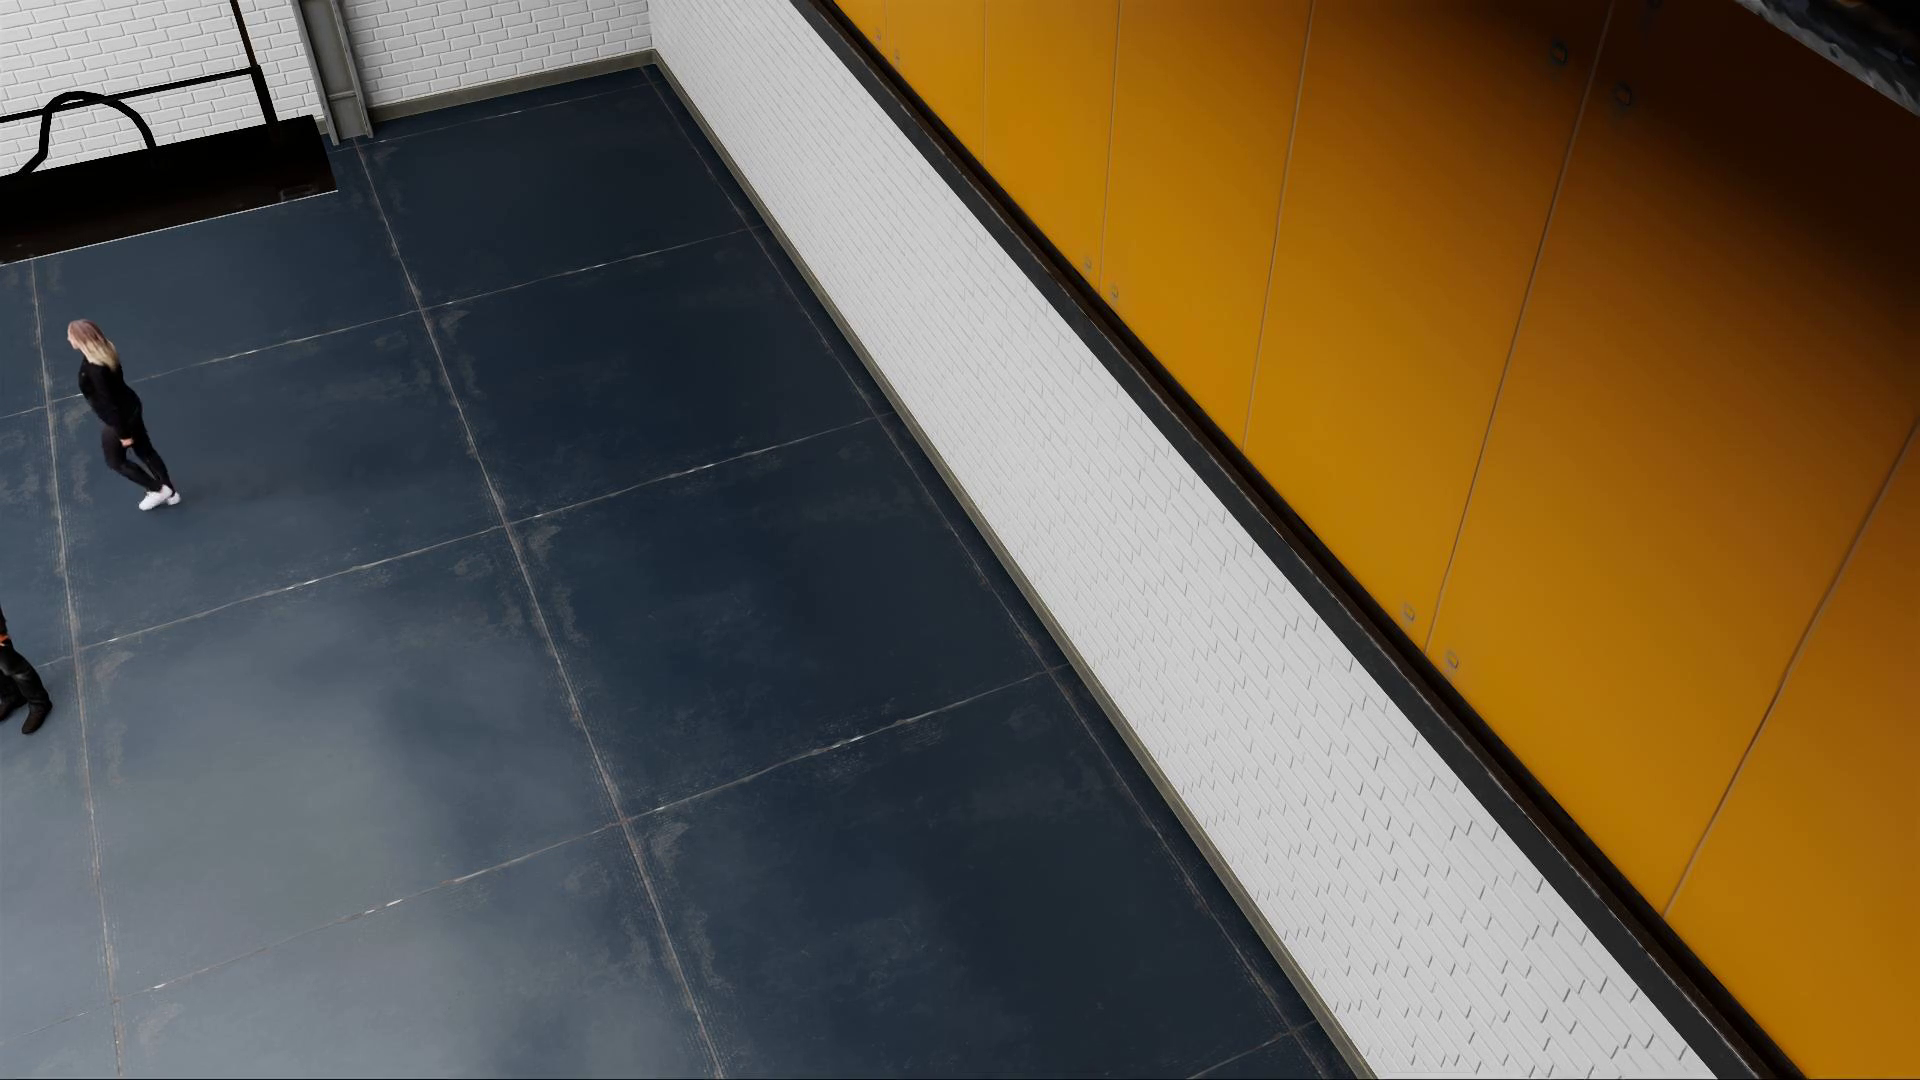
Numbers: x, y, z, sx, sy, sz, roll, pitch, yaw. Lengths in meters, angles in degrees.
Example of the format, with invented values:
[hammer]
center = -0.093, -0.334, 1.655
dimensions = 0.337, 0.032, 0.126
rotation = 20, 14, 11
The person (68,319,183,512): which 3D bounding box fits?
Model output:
[person]
center = -5.926, -0.887, 11.977
dimensions = 0.652, 1.671, 0.679
rotation = -9, 44, -9
